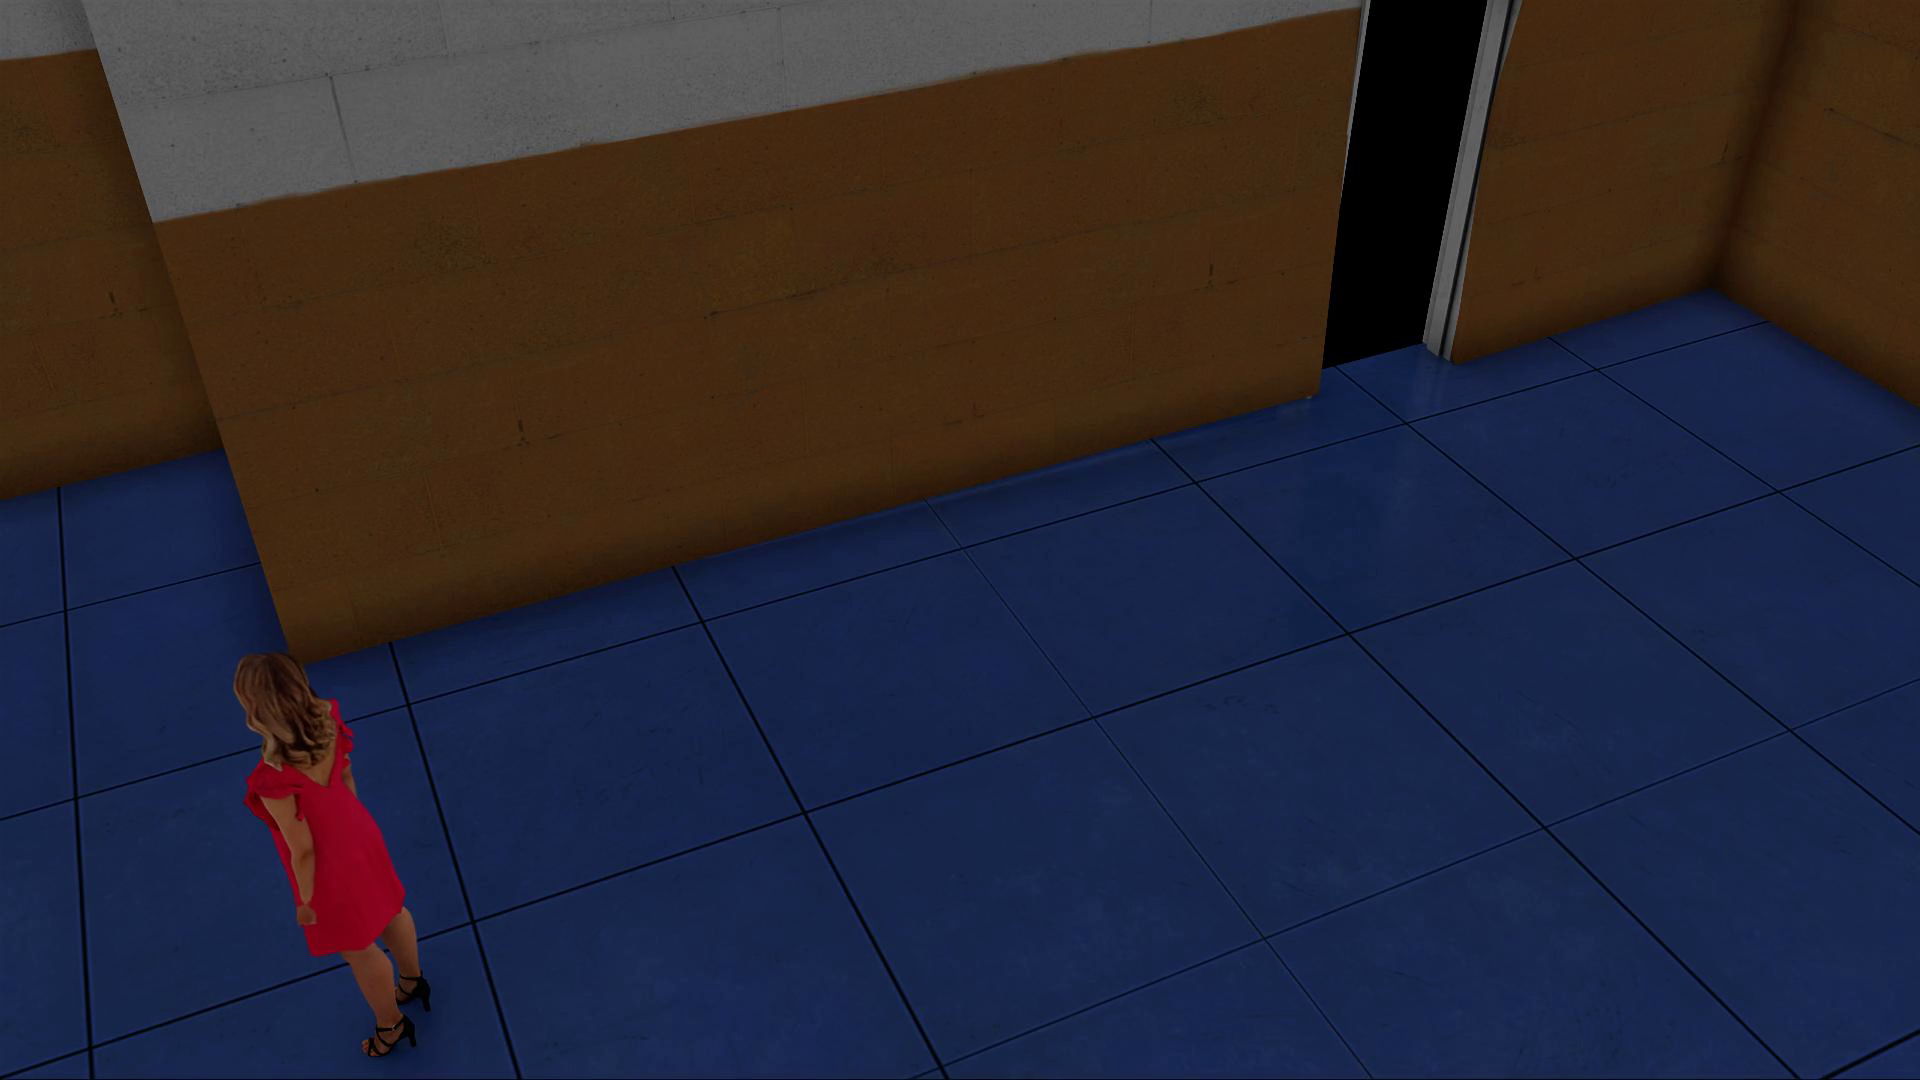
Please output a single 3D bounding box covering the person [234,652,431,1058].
[{"bbox_3d":[-2.013,1.032,5.385,0.722,1.728,0.642,6,37,8],"label":"person"}]
